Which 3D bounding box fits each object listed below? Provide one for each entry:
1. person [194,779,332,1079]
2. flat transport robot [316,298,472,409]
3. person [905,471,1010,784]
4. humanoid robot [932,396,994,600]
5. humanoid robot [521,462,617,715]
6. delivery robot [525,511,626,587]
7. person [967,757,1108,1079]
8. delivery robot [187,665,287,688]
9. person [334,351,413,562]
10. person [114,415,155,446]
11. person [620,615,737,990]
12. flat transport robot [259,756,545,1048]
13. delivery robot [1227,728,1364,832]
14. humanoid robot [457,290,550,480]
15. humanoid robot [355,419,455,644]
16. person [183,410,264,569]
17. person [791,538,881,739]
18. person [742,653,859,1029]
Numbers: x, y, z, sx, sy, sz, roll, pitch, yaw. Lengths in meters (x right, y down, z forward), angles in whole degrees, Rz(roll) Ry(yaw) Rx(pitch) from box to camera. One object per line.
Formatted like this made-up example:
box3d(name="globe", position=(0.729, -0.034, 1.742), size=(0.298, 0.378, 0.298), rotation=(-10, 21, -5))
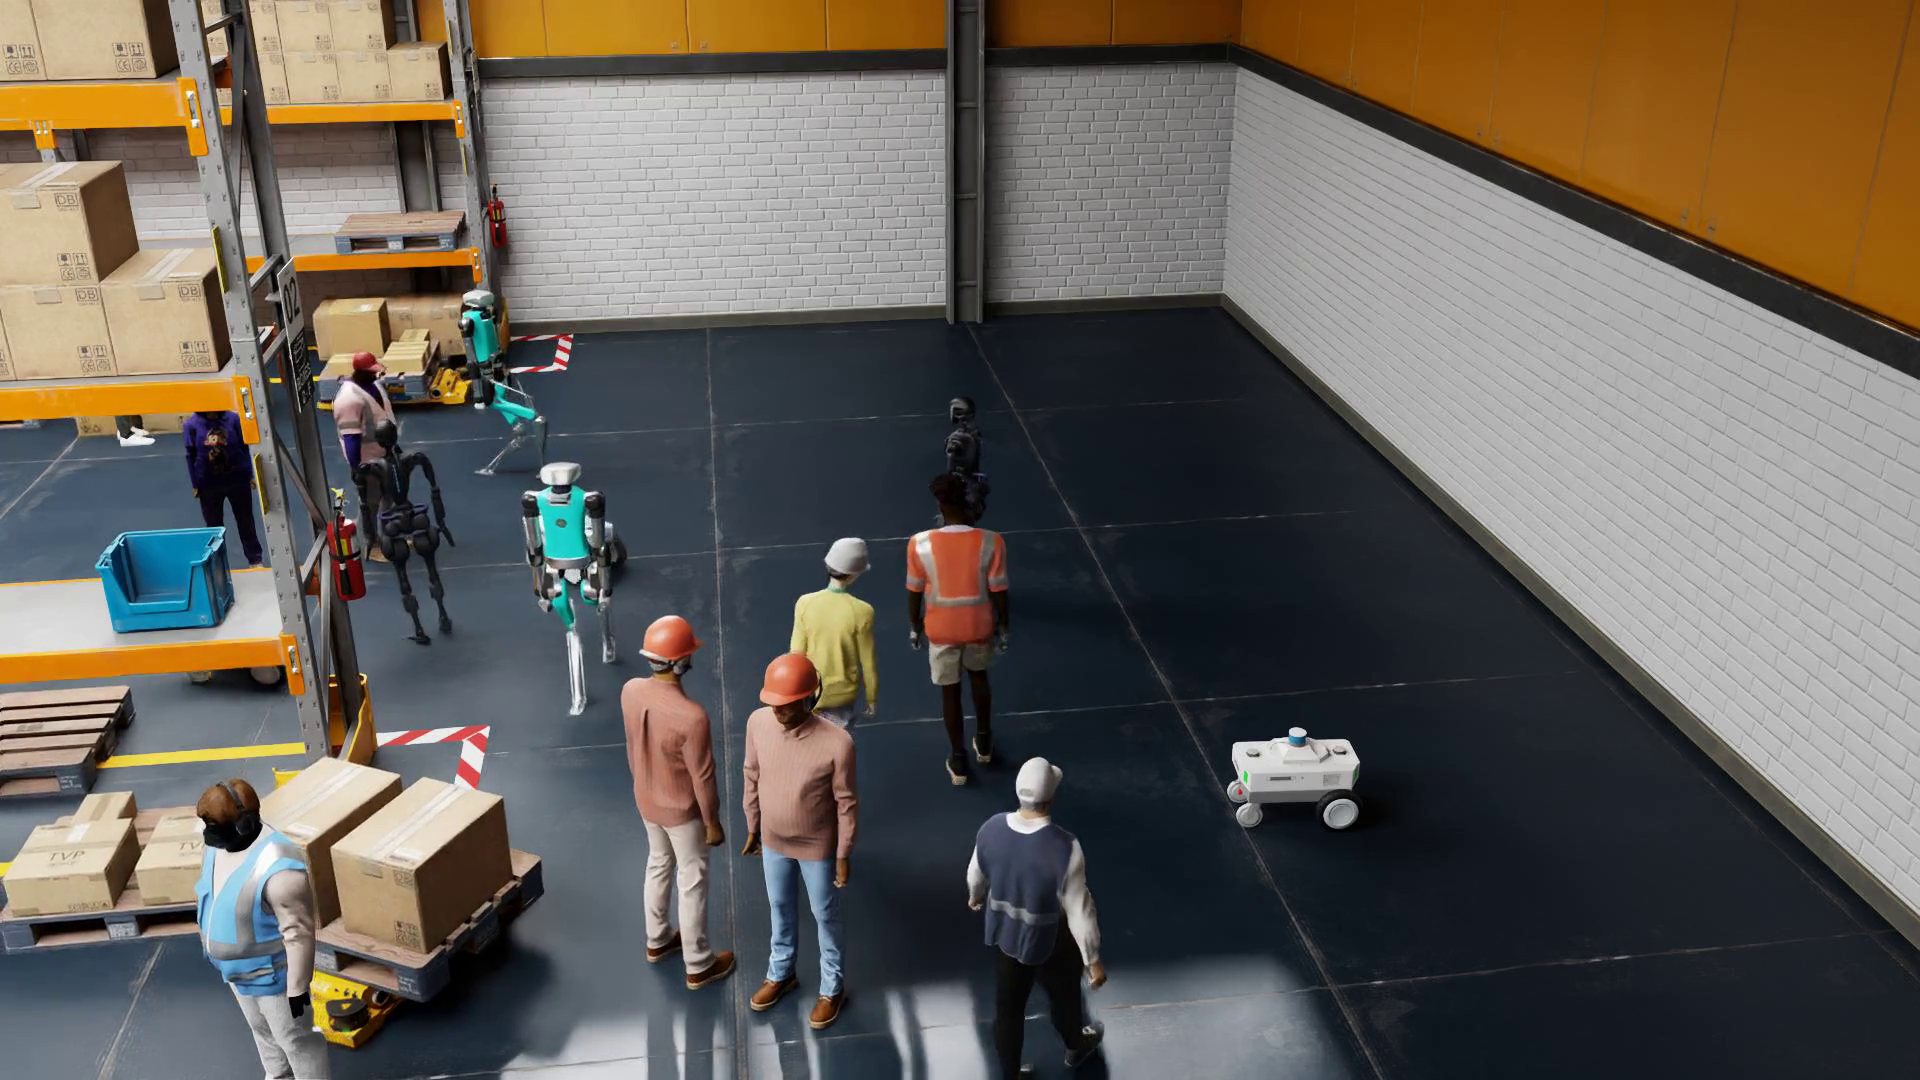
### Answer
box3d(name="person", position=(-3.035, 1.847, 7.233), size=(0.632, 1.841, 0.429), rotation=(17, 29, 34))
box3d(name="flat transport robot", position=(-5.735, -1.539, 16.902), size=(1.431, 0.231, 0.659), rotation=(-3, 24, -8))
box3d(name="person", position=(-0.014, 0.533, 10.115), size=(0.619, 1.933, 0.577), rotation=(-3, 24, -6))
box3d(name="humanoid robot", position=(0.100, -0.282, 12.293), size=(0.525, 1.636, 0.592), rotation=(10, 26, 21))
box3d(name="humanoid robot", position=(-2.531, 0.199, 11.152), size=(0.533, 1.769, 0.971), rotation=(0, 24, 0))
box3d(name="delivery robot", position=(-3.034, 0.011, 13.038), size=(0.796, 0.613, 0.499), rotation=(14, 27, 29))
box3d(name="person", position=(0.389, 1.732, 7.613), size=(0.795, 1.737, 0.709), rotation=(13, 27, 28))
box3d(name="delivery robot", position=(-4.927, 0.691, 11.480), size=(0.790, 0.606, 0.499), rotation=(0, 24, 0))
box3d(name="person", position=(-4.603, -0.659, 13.085), size=(0.439, 1.733, 0.644), rotation=(4, 24, 10))
box3d(name="person", position=(-7.867, -1.798, 15.509), size=(0.309, 1.864, 0.530), rotation=(-12, 27, -26))
box3d(name="person", position=(-1.410, 1.297, 8.317), size=(0.620, 1.985, 0.407), rotation=(20, 31, 39))
box3d(name="flat transport robot", position=(-2.948, 2.066, 8.690), size=(0.659, 0.231, 1.431), rotation=(9, 25, 20))
box3d(name="delivery robot", position=(2.006, 1.405, 9.864), size=(0.803, 0.614, 0.499), rotation=(-1, 24, -3))
box3d(name="humanoid robot", position=(-3.903, -1.298, 14.628), size=(1.046, 1.786, 0.531), rotation=(5, 24, 12))
box3d(name="humanoid robot", position=(-3.916, -0.059, 11.801), size=(0.612, 1.647, 0.368), rotation=(-12, 26, -25))
box3d(name="person", position=(-5.636, -0.446, 12.723), size=(0.450, 1.624, 0.327), rotation=(-14, 27, -29))
box3d(name="person", position=(-0.707, 0.879, 9.436), size=(0.489, 1.843, 0.552), rotation=(7, 25, 15))
box3d(name="person", position=(-0.777, 1.433, 7.987), size=(0.608, 1.995, 0.377), rotation=(11, 26, 24))
